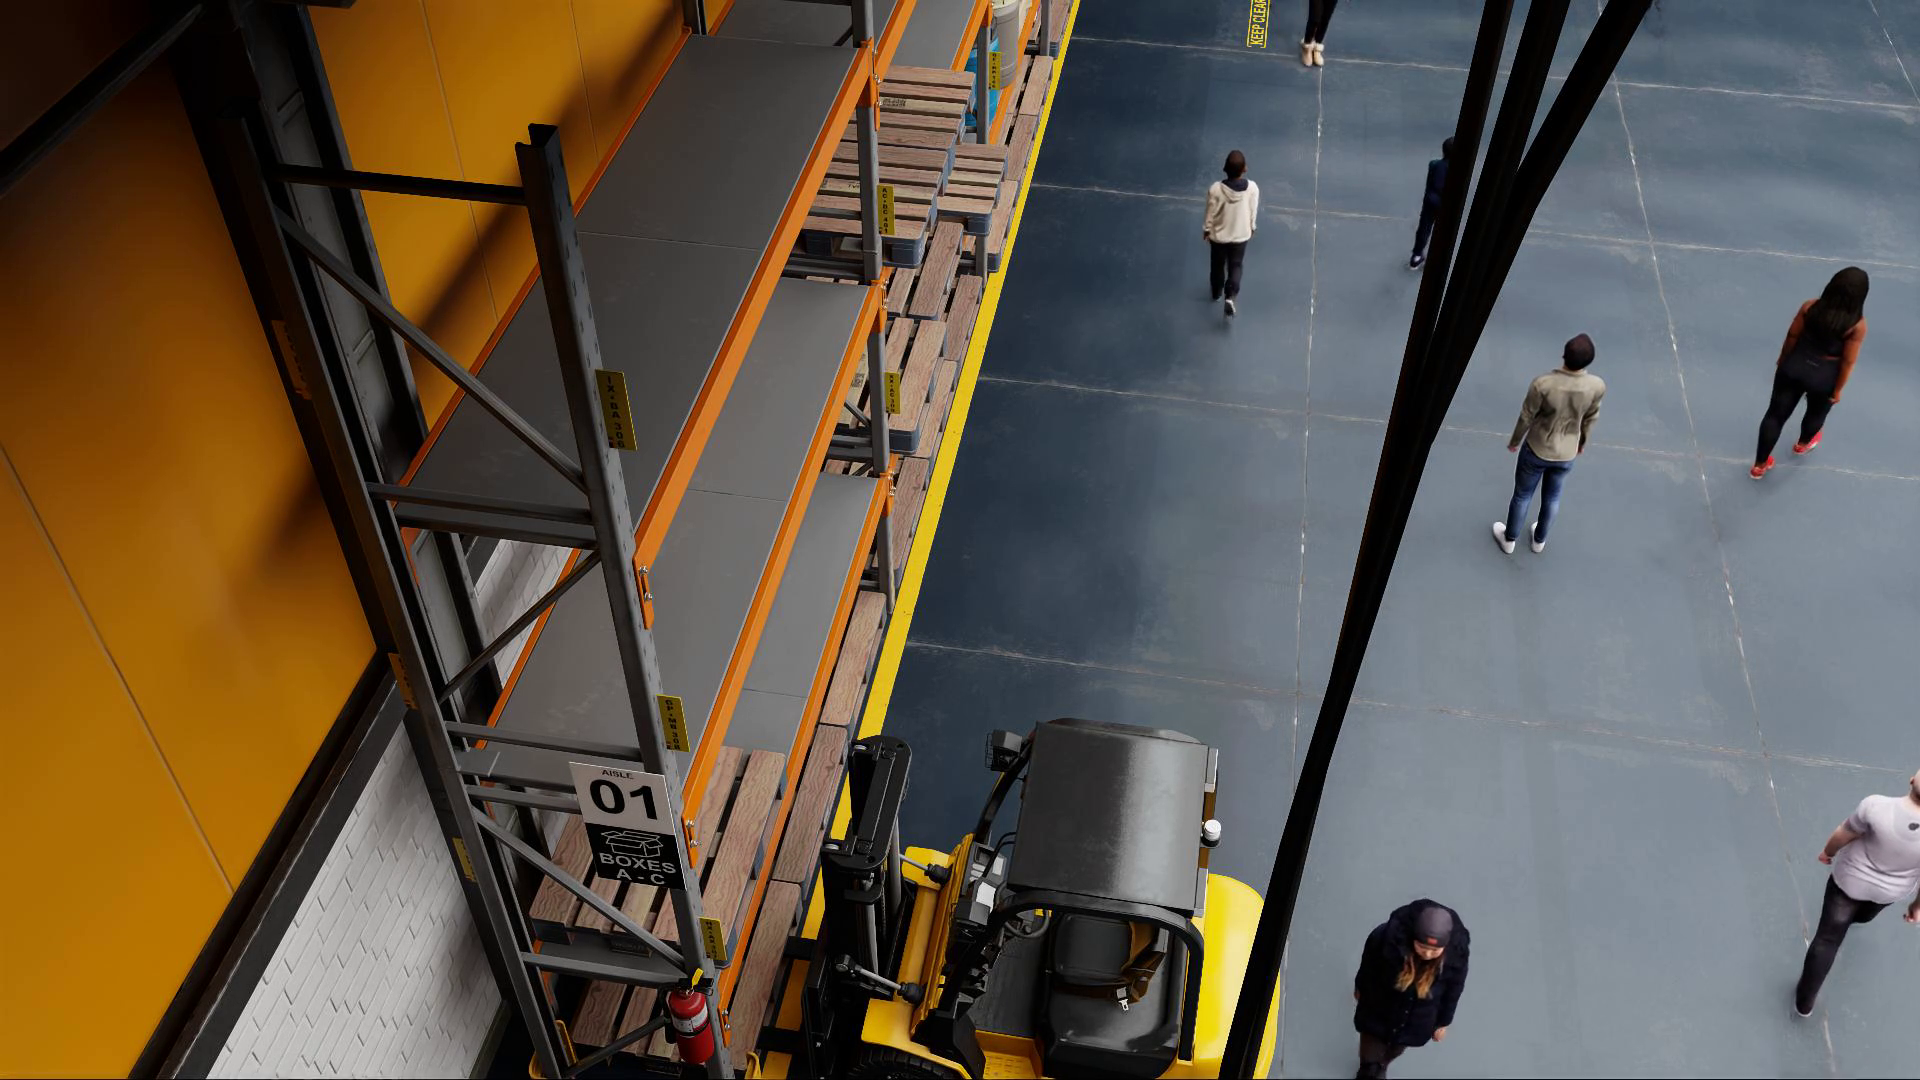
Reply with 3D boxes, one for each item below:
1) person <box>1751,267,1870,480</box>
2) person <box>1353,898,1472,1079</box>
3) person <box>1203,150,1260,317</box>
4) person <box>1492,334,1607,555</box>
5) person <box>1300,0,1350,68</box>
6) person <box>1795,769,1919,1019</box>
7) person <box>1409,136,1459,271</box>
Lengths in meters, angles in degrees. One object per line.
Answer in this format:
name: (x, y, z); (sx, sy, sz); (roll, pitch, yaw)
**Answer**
person: (6.161, -1.164, 12.135); (1.007, 1.791, 1.131); (33, 53, 30)
person: (2.282, 2.308, 8.584); (0.683, 1.663, 0.656); (11, 45, 11)
person: (2.245, -2.518, 13.810); (0.604, 1.441, 0.820); (5, 44, 5)
person: (4.090, -0.637, 11.528); (0.732, 1.865, 0.631); (1, 44, 1)
person: (3.719, -5.694, 16.988); (0.692, 1.655, 0.661); (-4, 44, -5)
person: (4.870, 1.899, 8.926); (0.954, 1.781, 1.301); (20, 47, 20)
person: (4.100, -2.889, 14.352); (0.736, 1.231, 0.917); (27, 50, 25)
